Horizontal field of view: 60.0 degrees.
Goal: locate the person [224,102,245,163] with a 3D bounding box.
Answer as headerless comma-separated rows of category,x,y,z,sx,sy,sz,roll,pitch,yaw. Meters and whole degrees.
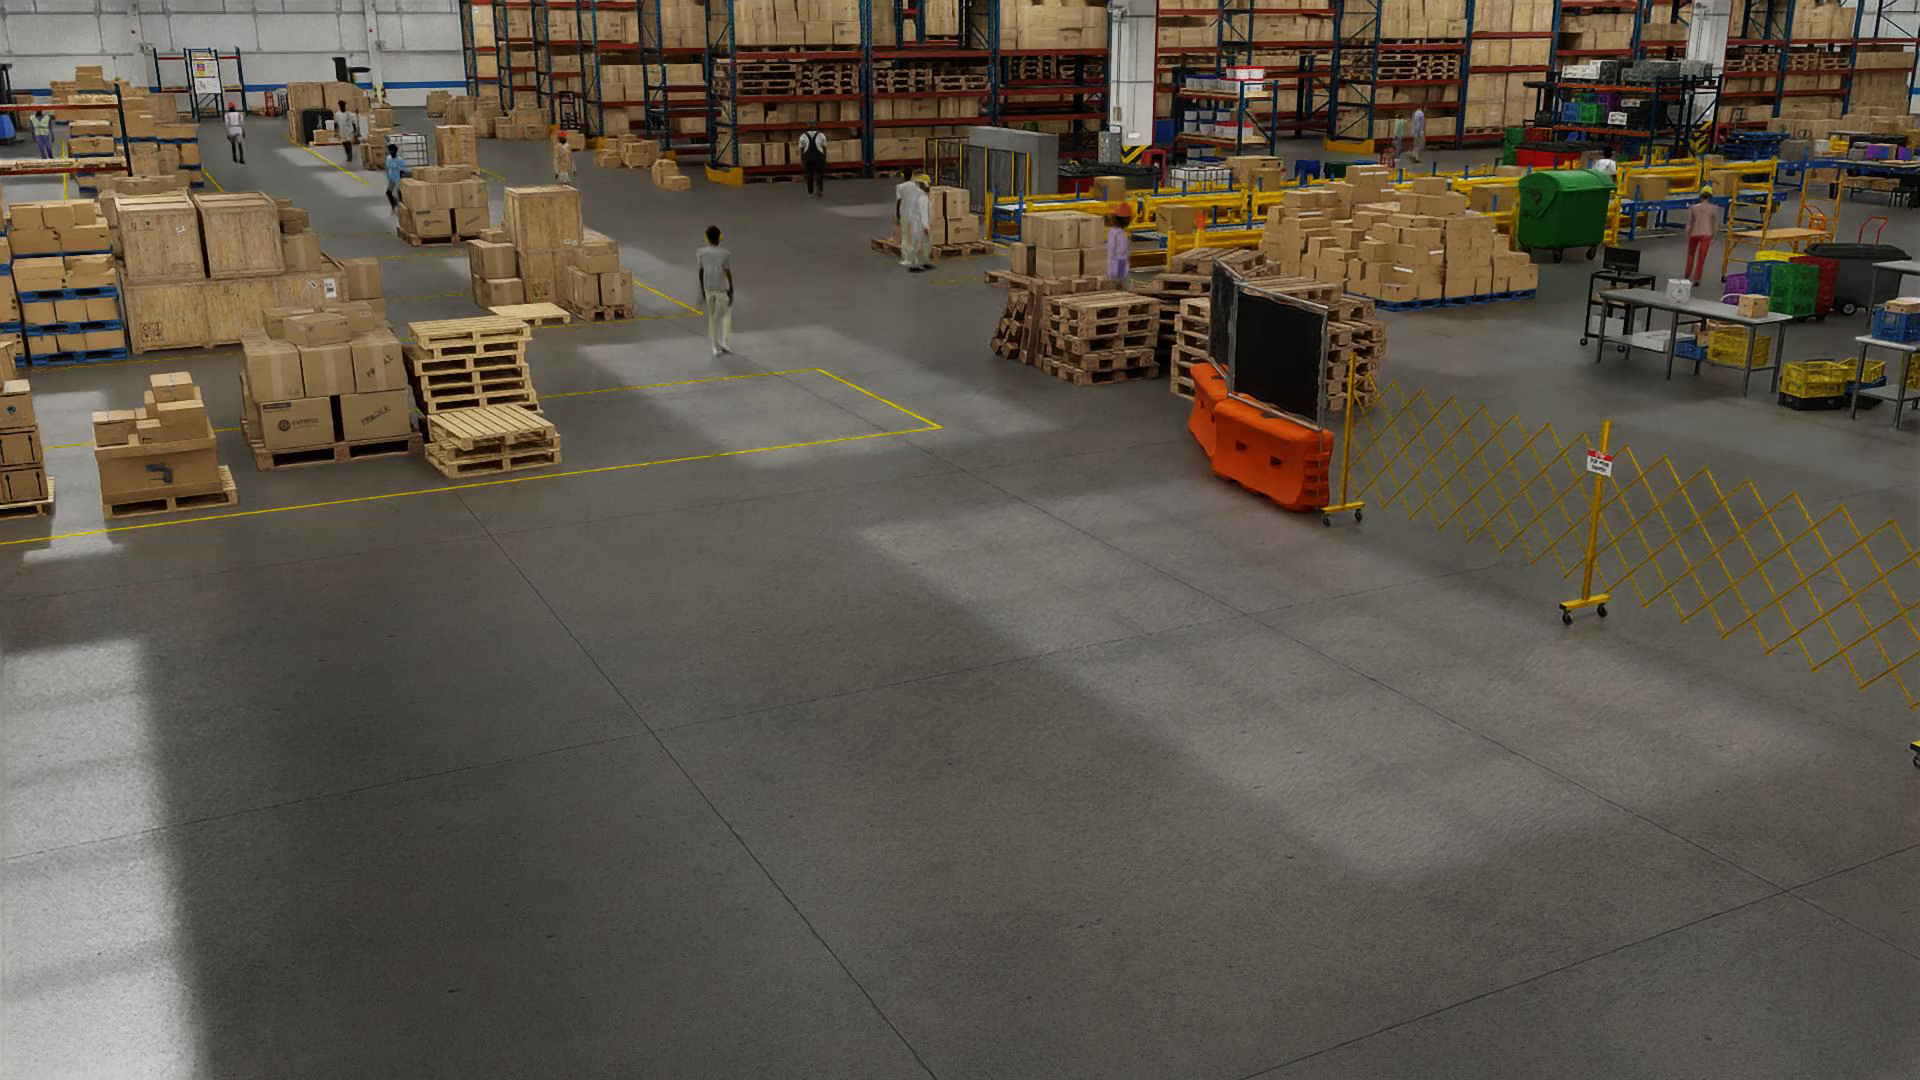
person,-22.890,-12.867,52.558,0.564,1.888,0.986,-11,21,-30

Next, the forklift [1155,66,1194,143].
forklift,7.491,-14.635,56.461,1.873,2.768,1.129,-9,20,-26

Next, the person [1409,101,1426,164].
person,14.446,-12.821,52.355,0.428,1.917,0.650,0,18,1

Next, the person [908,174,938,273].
person,-0.656,-5.861,30.846,0.704,1.791,0.733,-2,18,-7

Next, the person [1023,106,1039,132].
person,2.262,-13.093,53.562,0.534,1.697,0.318,6,19,18

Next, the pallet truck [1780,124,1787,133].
pallet truck,25.206,-12.542,52.601,1.601,1.201,0.680,0,18,-2

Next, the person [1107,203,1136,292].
person,2.290,-3.966,24.589,0.887,2.021,0.611,-5,18,-15

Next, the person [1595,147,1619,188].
person,15.002,-8.257,38.548,0.866,1.654,0.542,-7,19,-22

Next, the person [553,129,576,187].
person,-9.771,-9.115,40.840,0.922,1.907,0.560,7,19,22

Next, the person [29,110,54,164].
person,-28.268,-12.451,51.226,0.593,1.903,0.477,-7,19,-22

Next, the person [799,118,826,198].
person,-3.786,-9.871,42.962,0.699,2.000,0.606,0,18,1

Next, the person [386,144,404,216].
person,-13.326,-8.467,39.132,0.555,1.685,0.483,9,20,26

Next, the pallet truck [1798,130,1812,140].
pallet truck,25.526,-11.556,49.408,1.630,1.274,0.653,-9,20,-26

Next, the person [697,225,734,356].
person,-3.421,-3.511,23.436,0.505,1.855,0.423,1,18,4

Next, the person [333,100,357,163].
person,-19.492,-12.916,52.624,0.633,1.934,0.777,3,18,9

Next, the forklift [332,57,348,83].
forklift,-24.780,-17.944,66.775,1.873,2.768,1.129,-9,20,-26

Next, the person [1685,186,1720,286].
person,13.172,-5.413,29.562,0.525,1.729,0.865,9,20,25

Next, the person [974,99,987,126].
person,0.503,-13.365,54.100,0.732,1.883,0.664,-11,21,-31

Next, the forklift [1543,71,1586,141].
forklift,18.685,-13.231,52.085,1.873,2.768,1.129,-9,20,-26

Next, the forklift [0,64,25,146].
forklift,-34.240,-15.419,58.904,1.129,2.768,1.873,-4,18,-12

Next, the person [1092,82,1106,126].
person,5.705,-17.947,68.338,0.617,1.912,0.475,3,18,10

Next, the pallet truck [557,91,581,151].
pallet truck,-13.495,-14.412,57.188,0.823,1.965,1.885,-3,18,-9

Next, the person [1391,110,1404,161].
person,14.016,-12.920,53.146,0.369,1.618,0.496,-5,18,-14

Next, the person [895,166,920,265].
person,-0.991,-6.196,31.775,0.513,1.876,0.328,-6,19,-19
